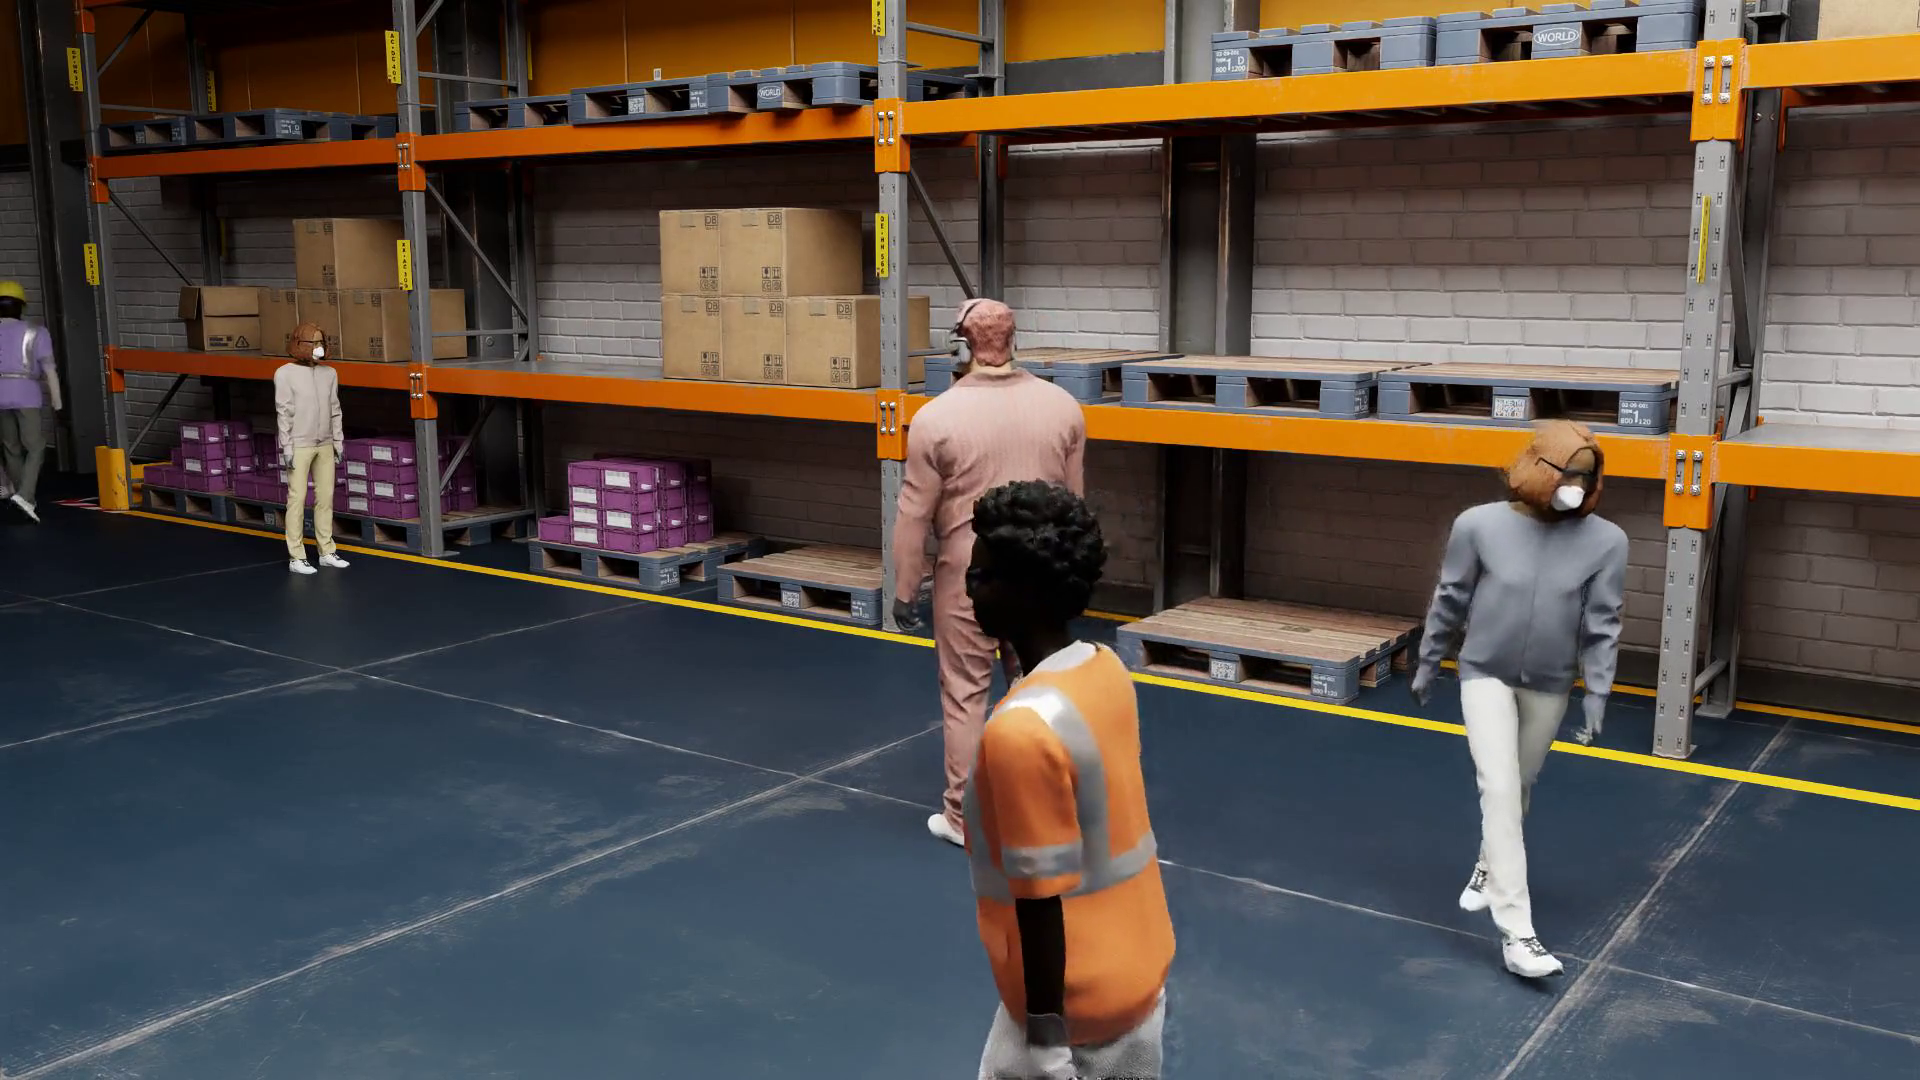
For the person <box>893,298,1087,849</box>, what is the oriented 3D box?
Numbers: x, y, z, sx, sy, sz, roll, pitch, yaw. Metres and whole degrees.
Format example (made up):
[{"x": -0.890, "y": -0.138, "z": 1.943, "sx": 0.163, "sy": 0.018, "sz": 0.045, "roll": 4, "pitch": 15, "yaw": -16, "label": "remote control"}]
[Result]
[{"x": 0.098, "y": 0.129, "z": 5.708, "sx": 0.674, "sy": 1.898, "sz": 0.429, "roll": -4, "pitch": 10, "yaw": -21, "label": "person"}]

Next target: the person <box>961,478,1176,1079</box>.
[{"x": 0.287, "y": 0.733, "z": 2.765, "sx": 0.689, "sy": 1.674, "sz": 0.542, "roll": 3, "pitch": 10, "yaw": 19, "label": "person"}]

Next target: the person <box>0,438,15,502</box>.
[{"x": -8.172, "y": -1.241, "z": 14.095, "sx": 0.538, "sy": 1.827, "sz": 0.967, "roll": -6, "pitch": 11, "yaw": -31, "label": "person"}]

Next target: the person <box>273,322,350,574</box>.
[{"x": -4.226, "y": -0.598, "z": 10.838, "sx": 0.277, "sy": 1.629, "sz": 0.497, "roll": 5, "pitch": 11, "yaw": 29, "label": "person"}]

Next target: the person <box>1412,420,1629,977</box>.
[{"x": 1.627, "y": 0.426, "z": 4.874, "sx": 0.550, "sy": 1.571, "sz": 0.852, "roll": 1, "pitch": 10, "yaw": 6, "label": "person"}]

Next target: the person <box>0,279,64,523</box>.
[{"x": -7.387, "y": -1.092, "z": 13.004, "sx": 0.627, "sy": 1.890, "sz": 0.861, "roll": -2, "pitch": 10, "yaw": -13, "label": "person"}]
